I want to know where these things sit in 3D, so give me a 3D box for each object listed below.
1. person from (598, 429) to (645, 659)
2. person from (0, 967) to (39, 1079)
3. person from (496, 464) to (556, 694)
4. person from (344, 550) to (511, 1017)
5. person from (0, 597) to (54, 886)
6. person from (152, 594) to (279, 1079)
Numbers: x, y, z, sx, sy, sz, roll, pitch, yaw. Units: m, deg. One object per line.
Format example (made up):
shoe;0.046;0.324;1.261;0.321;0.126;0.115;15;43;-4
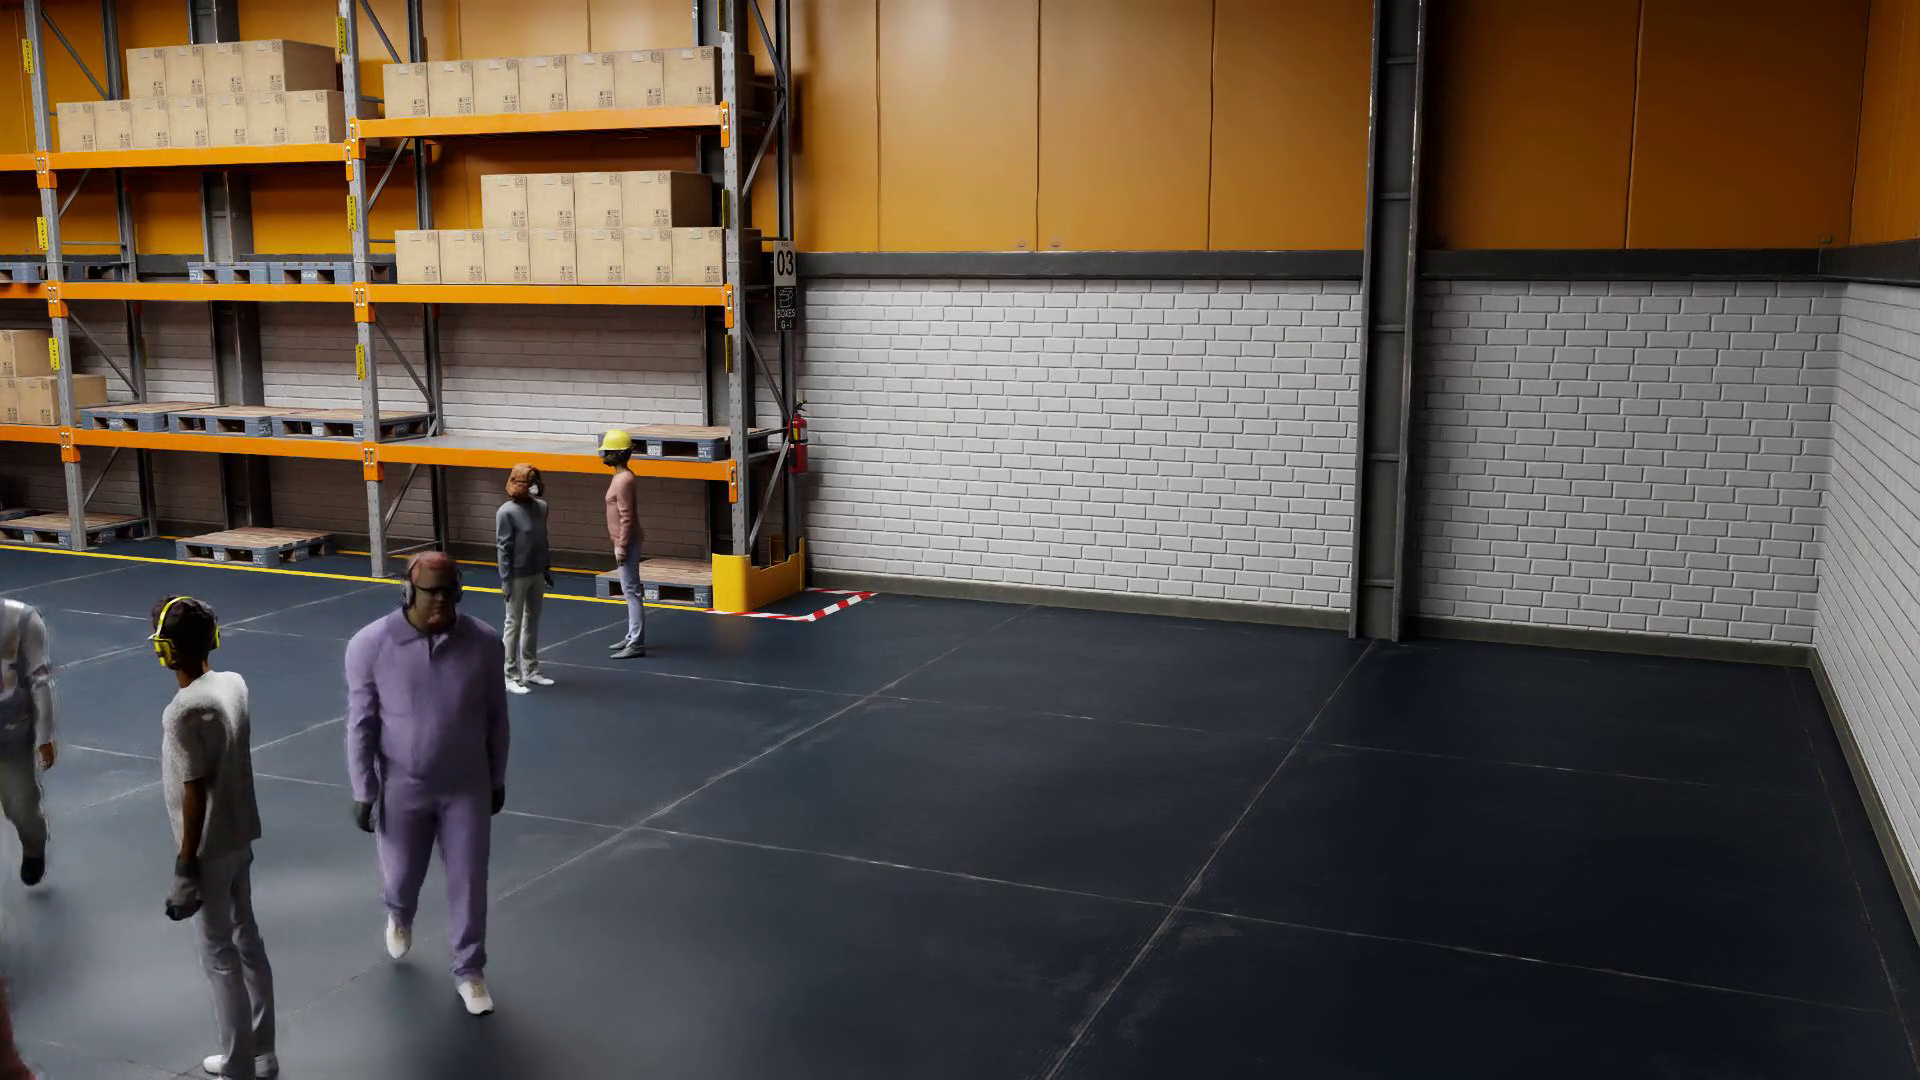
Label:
person;-2.592;0.031;12.781;0.327;1.769;0.525;-2;9;-9
person;-3.112;1.280;4.972;0.957;1.860;0.649;-1;9;-3
person;-3.077;0.272;11.788;0.306;1.629;0.525;5;10;26
person;-2.173;0.955;6.835;0.652;1.881;0.733;-5;10;-26
person;-4.439;0.864;7.597;0.586;1.816;0.737;-3;10;-18
person;-2.680;1.114;5.930;0.333;1.866;0.515;0;9;-1
